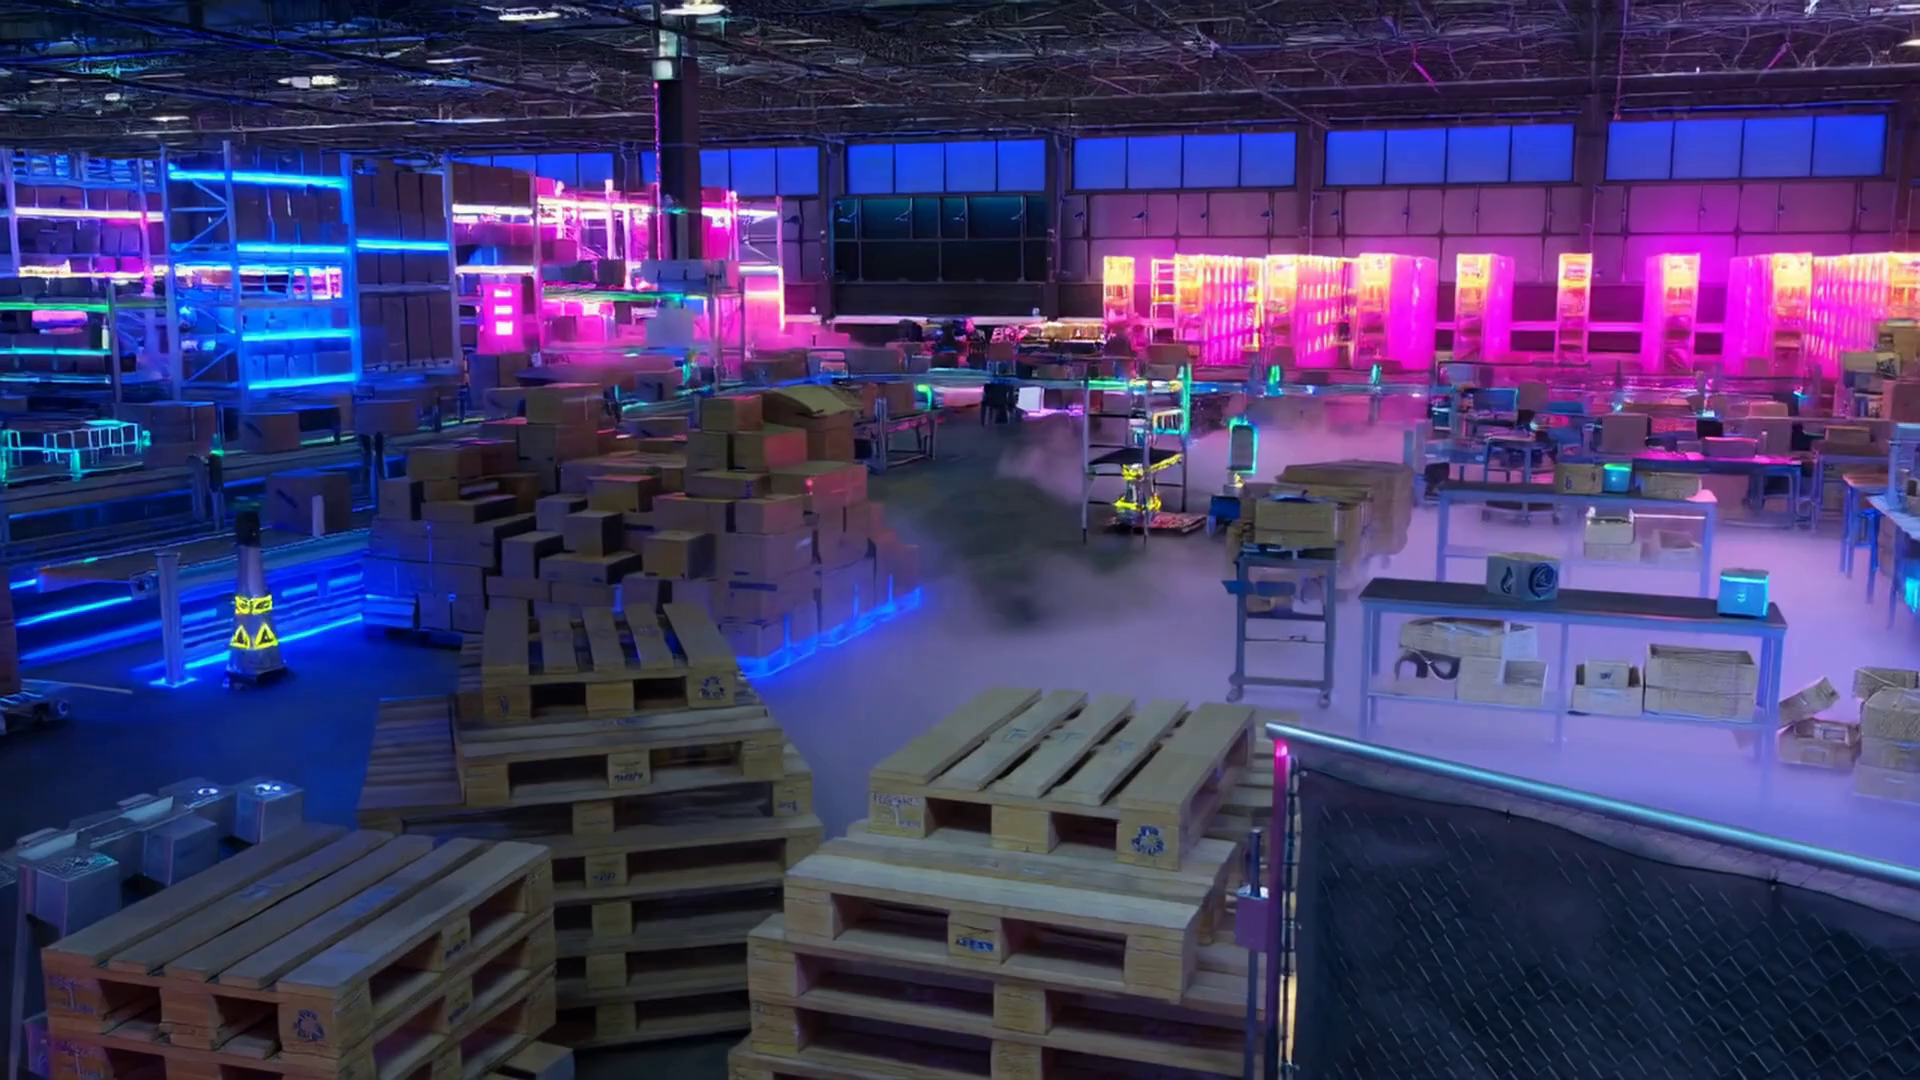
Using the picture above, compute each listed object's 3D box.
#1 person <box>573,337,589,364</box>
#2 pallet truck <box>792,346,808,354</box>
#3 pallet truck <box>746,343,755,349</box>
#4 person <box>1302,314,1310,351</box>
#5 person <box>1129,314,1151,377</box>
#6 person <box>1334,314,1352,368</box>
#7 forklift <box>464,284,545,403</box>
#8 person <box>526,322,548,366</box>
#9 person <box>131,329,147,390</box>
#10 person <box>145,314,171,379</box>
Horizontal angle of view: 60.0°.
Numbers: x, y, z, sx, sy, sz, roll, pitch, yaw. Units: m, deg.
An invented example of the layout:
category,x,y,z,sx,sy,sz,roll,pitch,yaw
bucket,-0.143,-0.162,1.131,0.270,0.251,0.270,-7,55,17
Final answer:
category,x,y,z,sx,sy,sz,roll,pitch,yaw
person,-11.280,-5.795,49.463,0.575,1.924,0.416,3,9,16
pallet truck,-3.705,-4.298,42.022,0.653,1.274,1.630,3,10,20
pallet truck,-6.183,-4.618,44.264,1.601,1.201,0.680,-9,12,-43
person,12.360,-7.347,59.459,0.373,1.843,0.571,2,9,10
person,5.165,-5.567,48.107,0.602,1.914,0.984,6,11,35
person,11.980,-6.136,51.928,0.588,1.823,0.403,8,12,40
forklift,-10.832,-4.702,39.610,1.129,2.768,1.873,3,10,20
person,-10.957,-4.753,43.249,0.624,1.815,0.460,3,10,21
person,-21.306,-4.640,43.130,0.286,1.631,0.501,-1,9,-4
person,-23.135,-5.567,48.055,0.662,1.913,0.771,4,10,22
